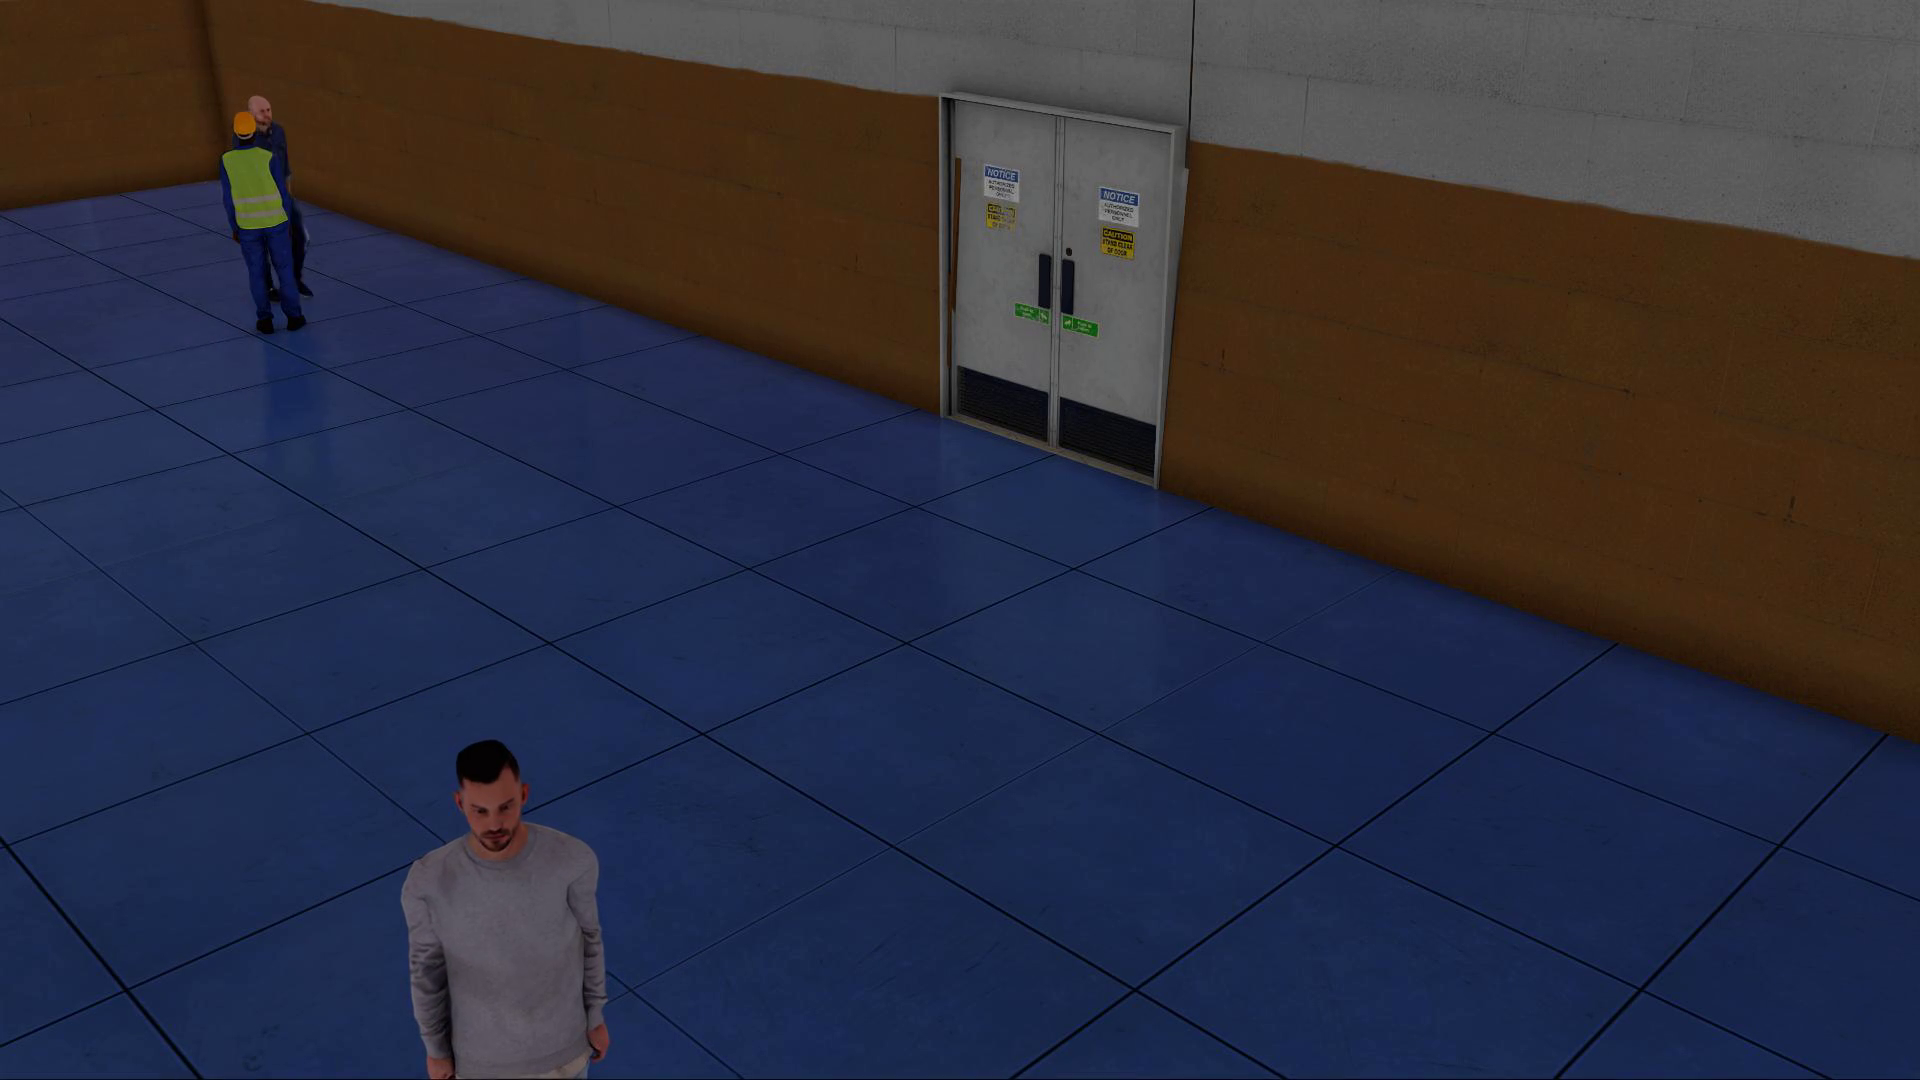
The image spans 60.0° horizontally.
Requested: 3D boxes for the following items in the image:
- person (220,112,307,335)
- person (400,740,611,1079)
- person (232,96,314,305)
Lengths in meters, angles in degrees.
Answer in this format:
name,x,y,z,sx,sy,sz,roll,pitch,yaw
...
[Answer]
name,x,y,z,sx,sy,sz,roll,pitch,yaw
person,-5.785,-2.622,13.758,0.663,1.813,0.801,-9,25,-20
person,-1.225,1.364,4.616,0.673,1.839,0.824,-8,25,-18
person,-6.102,-2.973,14.575,0.911,1.801,0.739,13,27,27
